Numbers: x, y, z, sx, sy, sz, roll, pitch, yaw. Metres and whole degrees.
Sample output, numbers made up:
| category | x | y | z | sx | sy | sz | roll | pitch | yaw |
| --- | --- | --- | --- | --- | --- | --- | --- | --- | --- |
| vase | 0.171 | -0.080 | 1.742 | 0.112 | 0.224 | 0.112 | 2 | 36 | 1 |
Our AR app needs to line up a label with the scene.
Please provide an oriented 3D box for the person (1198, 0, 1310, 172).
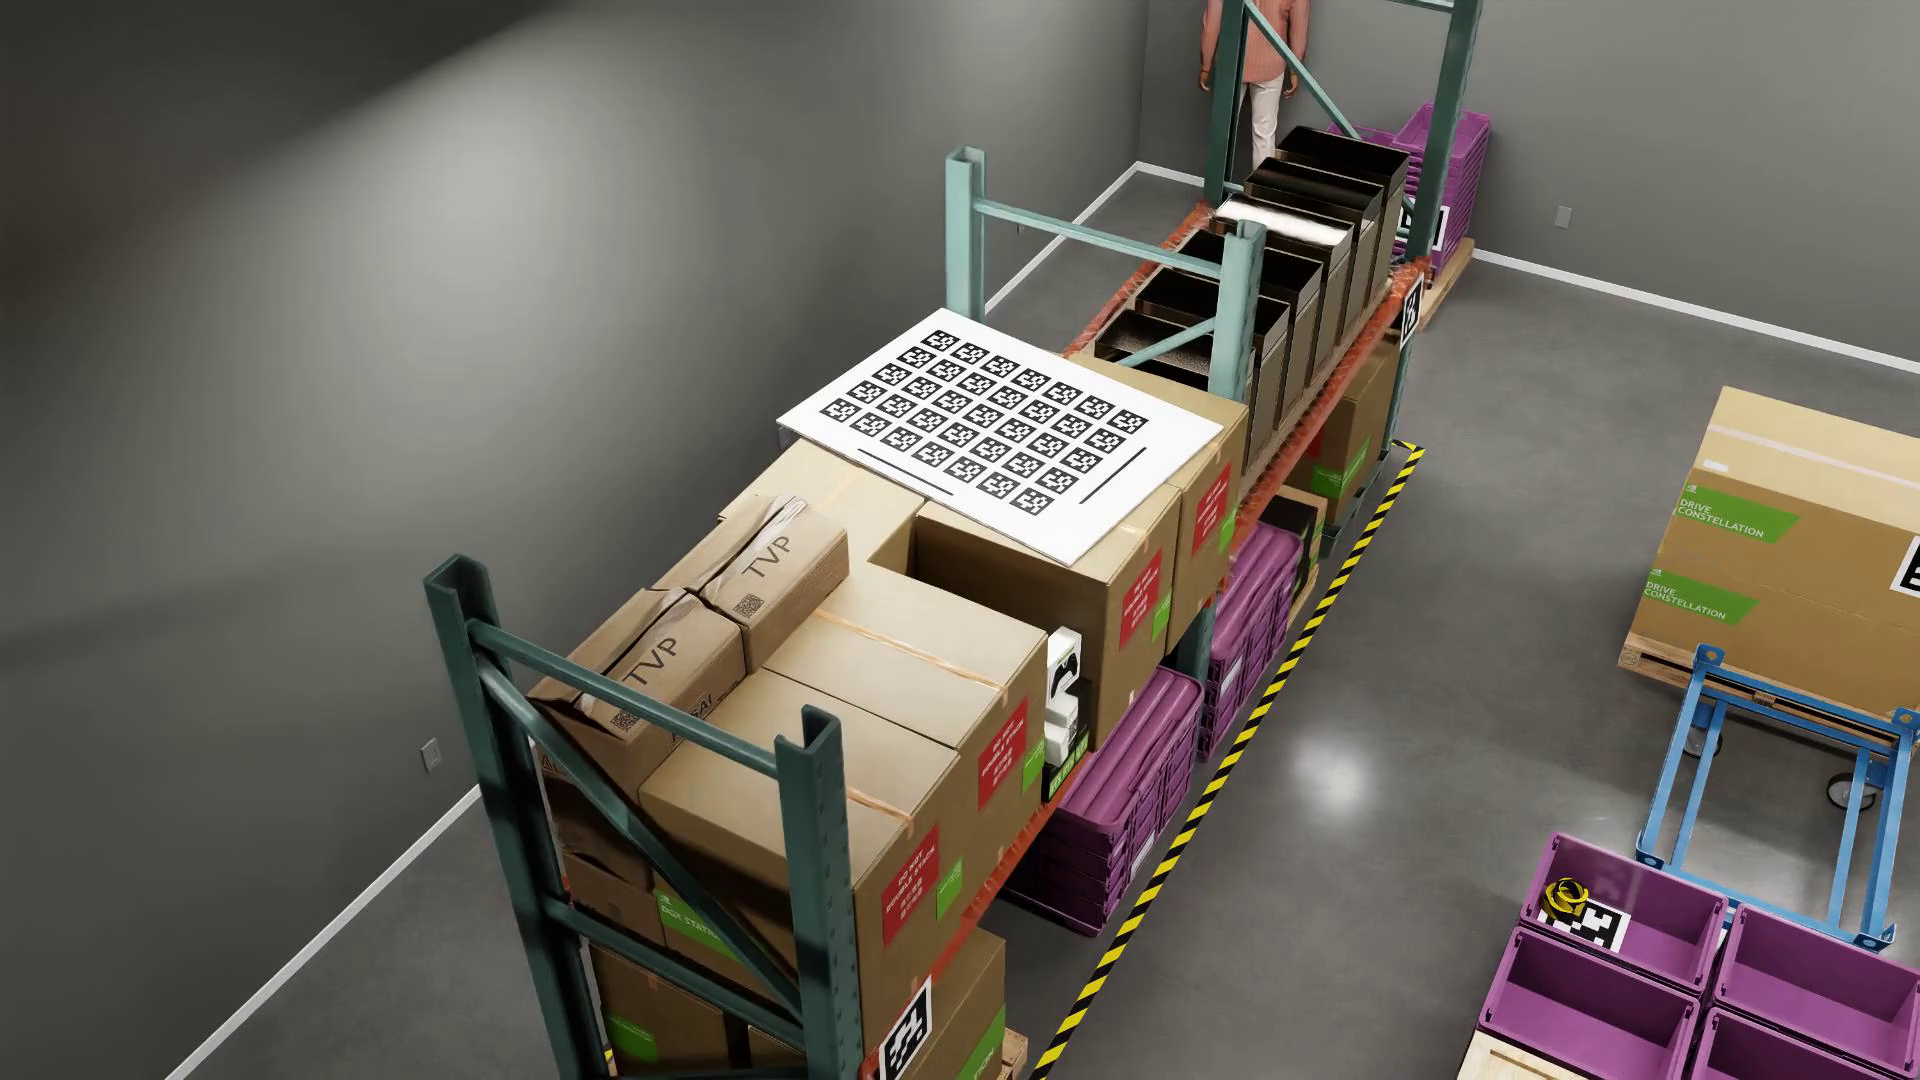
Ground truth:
| category | x | y | z | sx | sy | sz | roll | pitch | yaw |
| --- | --- | --- | --- | --- | --- | --- | --- | --- | --- |
| person | 1.737 | -2.844 | 9.943 | 0.624 | 1.992 | 0.390 | 4 | 40 | 5 |
